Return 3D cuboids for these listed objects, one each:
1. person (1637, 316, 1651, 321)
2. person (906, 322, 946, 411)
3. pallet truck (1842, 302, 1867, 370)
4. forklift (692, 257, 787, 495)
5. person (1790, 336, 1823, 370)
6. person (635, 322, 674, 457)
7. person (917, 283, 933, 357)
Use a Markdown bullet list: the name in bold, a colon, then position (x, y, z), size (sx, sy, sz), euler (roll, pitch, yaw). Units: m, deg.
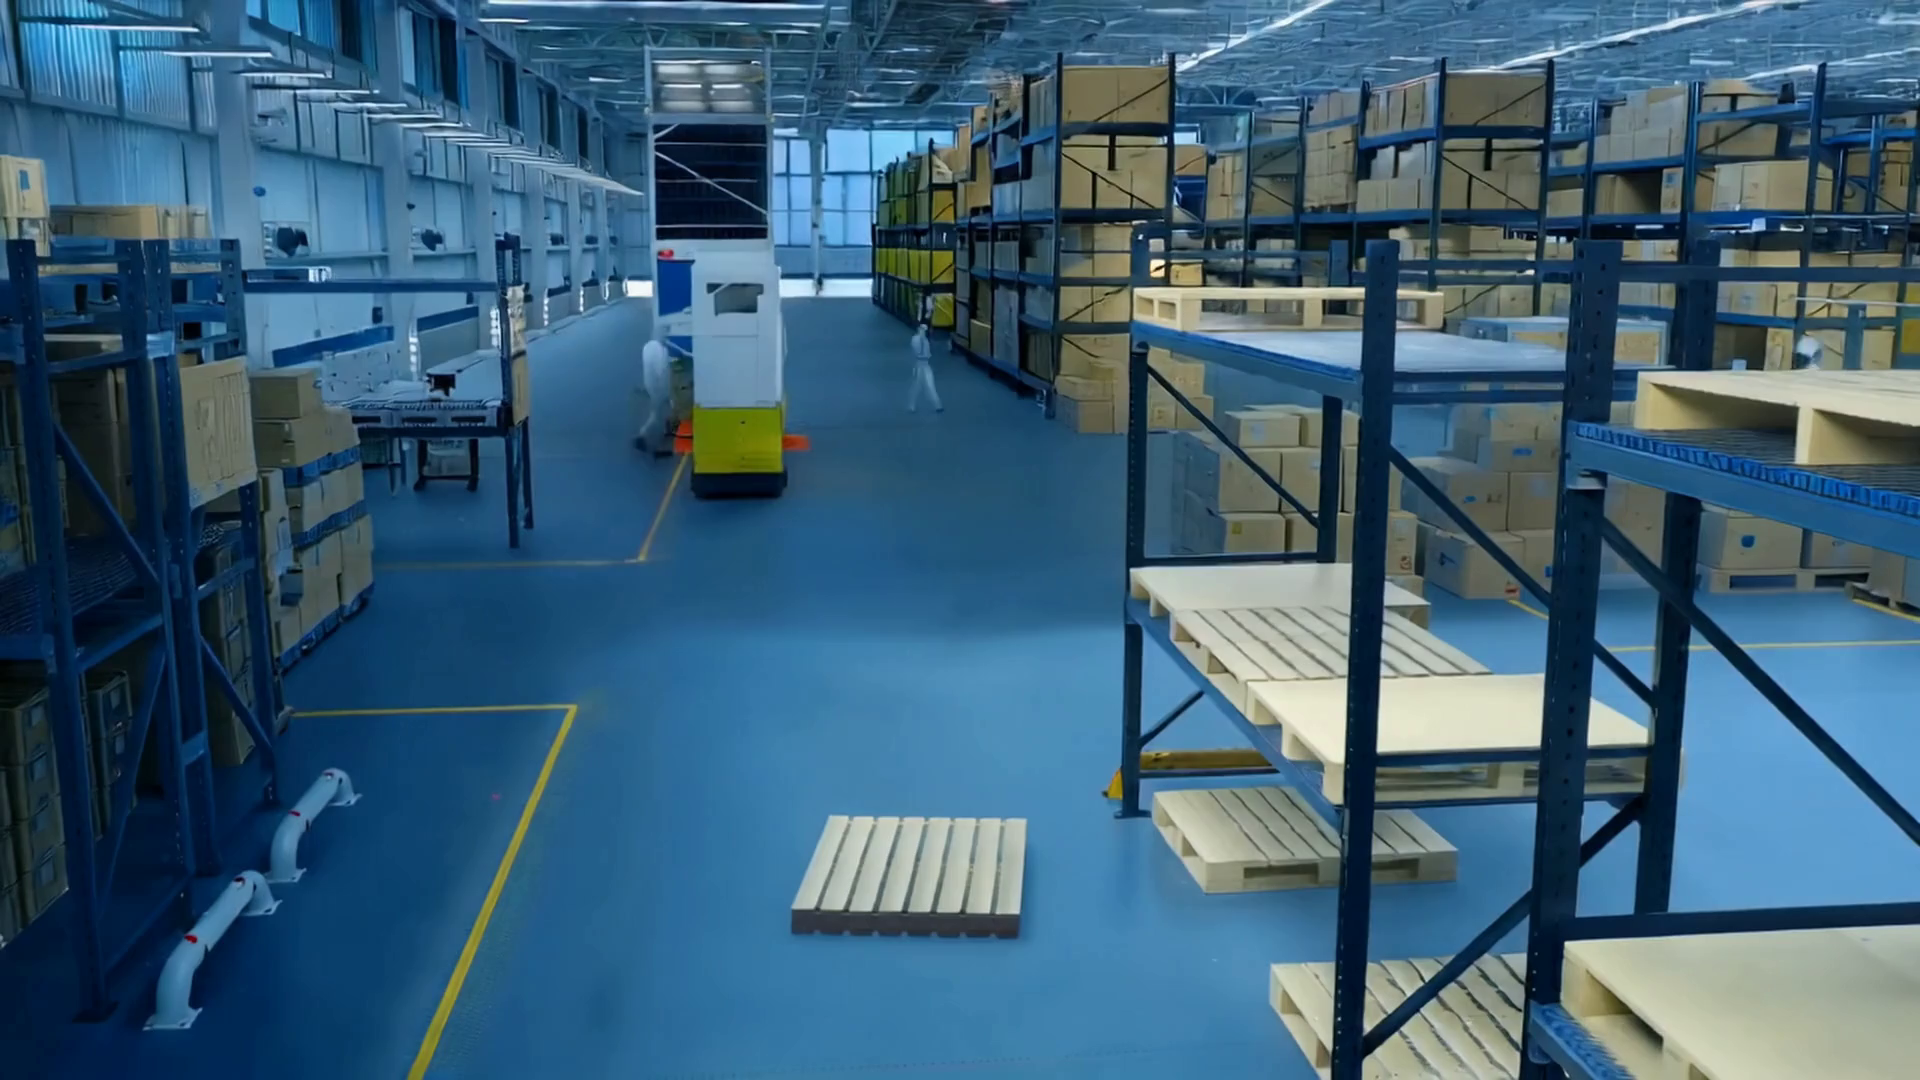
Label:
- **person**: position (10.558, -2.562, 25.950), size (0.959, 1.869, 0.655), euler (-2, 10, -12)
- **person**: position (-0.646, -3.061, 29.433), size (0.872, 1.587, 0.538), euler (10, 14, 43)
- **pallet truck**: position (15.846, -3.142, 28.793), size (1.885, 1.965, 0.823), euler (2, 10, 12)
- **forklift**: position (-2.697, -2.030, 20.182), size (1.129, 2.768, 1.873), euler (-1, 10, -6)
- **person**: position (9.590, -1.309, 18.715), size (0.772, 1.968, 0.626), euler (2, 11, 13)
- **person**: position (-4.197, -2.086, 23.165), size (0.475, 1.909, 0.646), euler (-7, 12, -35)
- **person**: position (-0.911, -5.748, 43.450), size (0.383, 1.918, 0.597), euler (2, 10, 9)
